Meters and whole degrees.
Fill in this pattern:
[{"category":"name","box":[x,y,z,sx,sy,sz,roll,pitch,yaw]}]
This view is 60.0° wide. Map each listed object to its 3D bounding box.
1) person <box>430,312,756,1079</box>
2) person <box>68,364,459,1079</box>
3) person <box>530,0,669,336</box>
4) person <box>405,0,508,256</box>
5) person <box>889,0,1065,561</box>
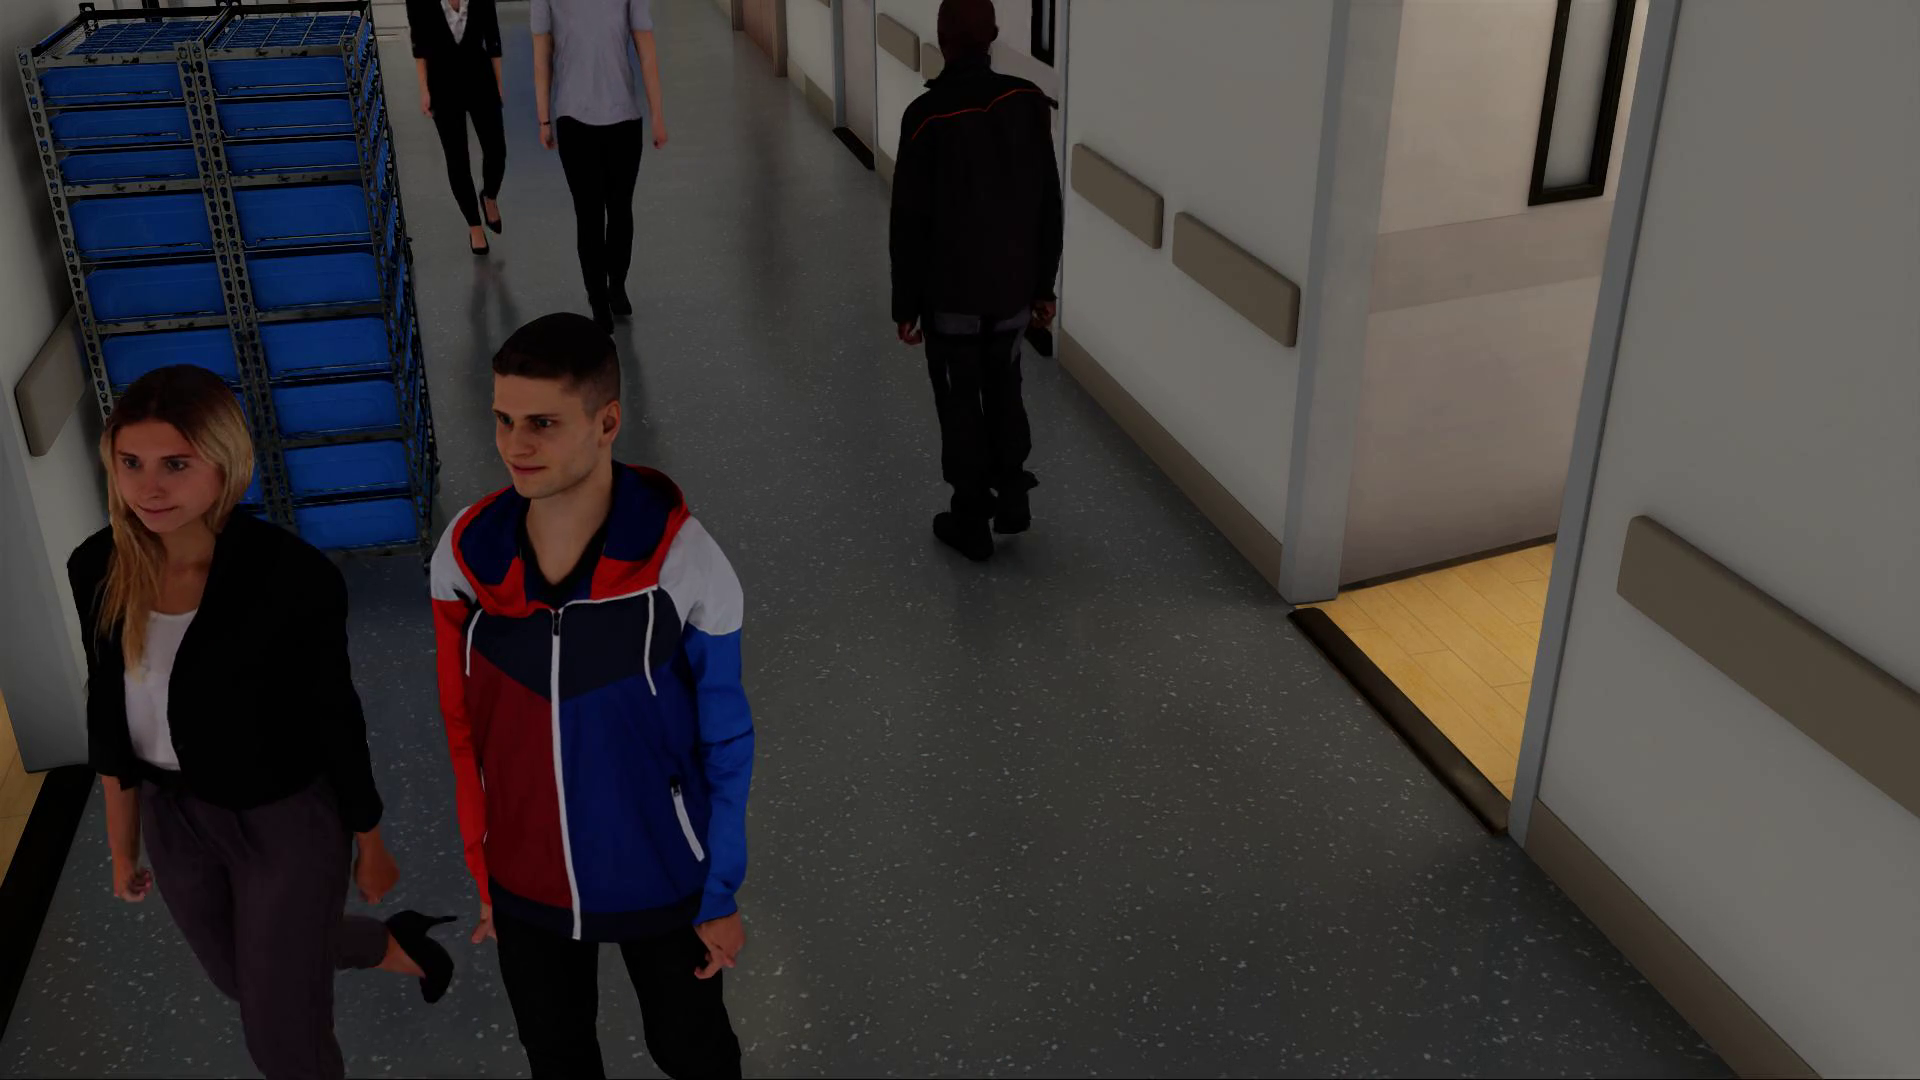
[{"category":"person","box":[-0.554,0.491,2.630,0.709,1.756,0.690,5,26,10]},{"category":"person","box":[-1.133,0.472,2.800,0.880,1.643,1.054,6,26,11]},{"category":"person","box":[-1.610,-1.872,7.443,0.687,1.834,1.052,-6,26,-13]},{"category":"person","box":[-2.566,-2.302,8.547,0.628,1.649,0.663,-10,28,-20]},{"category":"person","box":[0.091,-0.761,5.160,0.759,1.815,0.746,-11,28,-21]}]
